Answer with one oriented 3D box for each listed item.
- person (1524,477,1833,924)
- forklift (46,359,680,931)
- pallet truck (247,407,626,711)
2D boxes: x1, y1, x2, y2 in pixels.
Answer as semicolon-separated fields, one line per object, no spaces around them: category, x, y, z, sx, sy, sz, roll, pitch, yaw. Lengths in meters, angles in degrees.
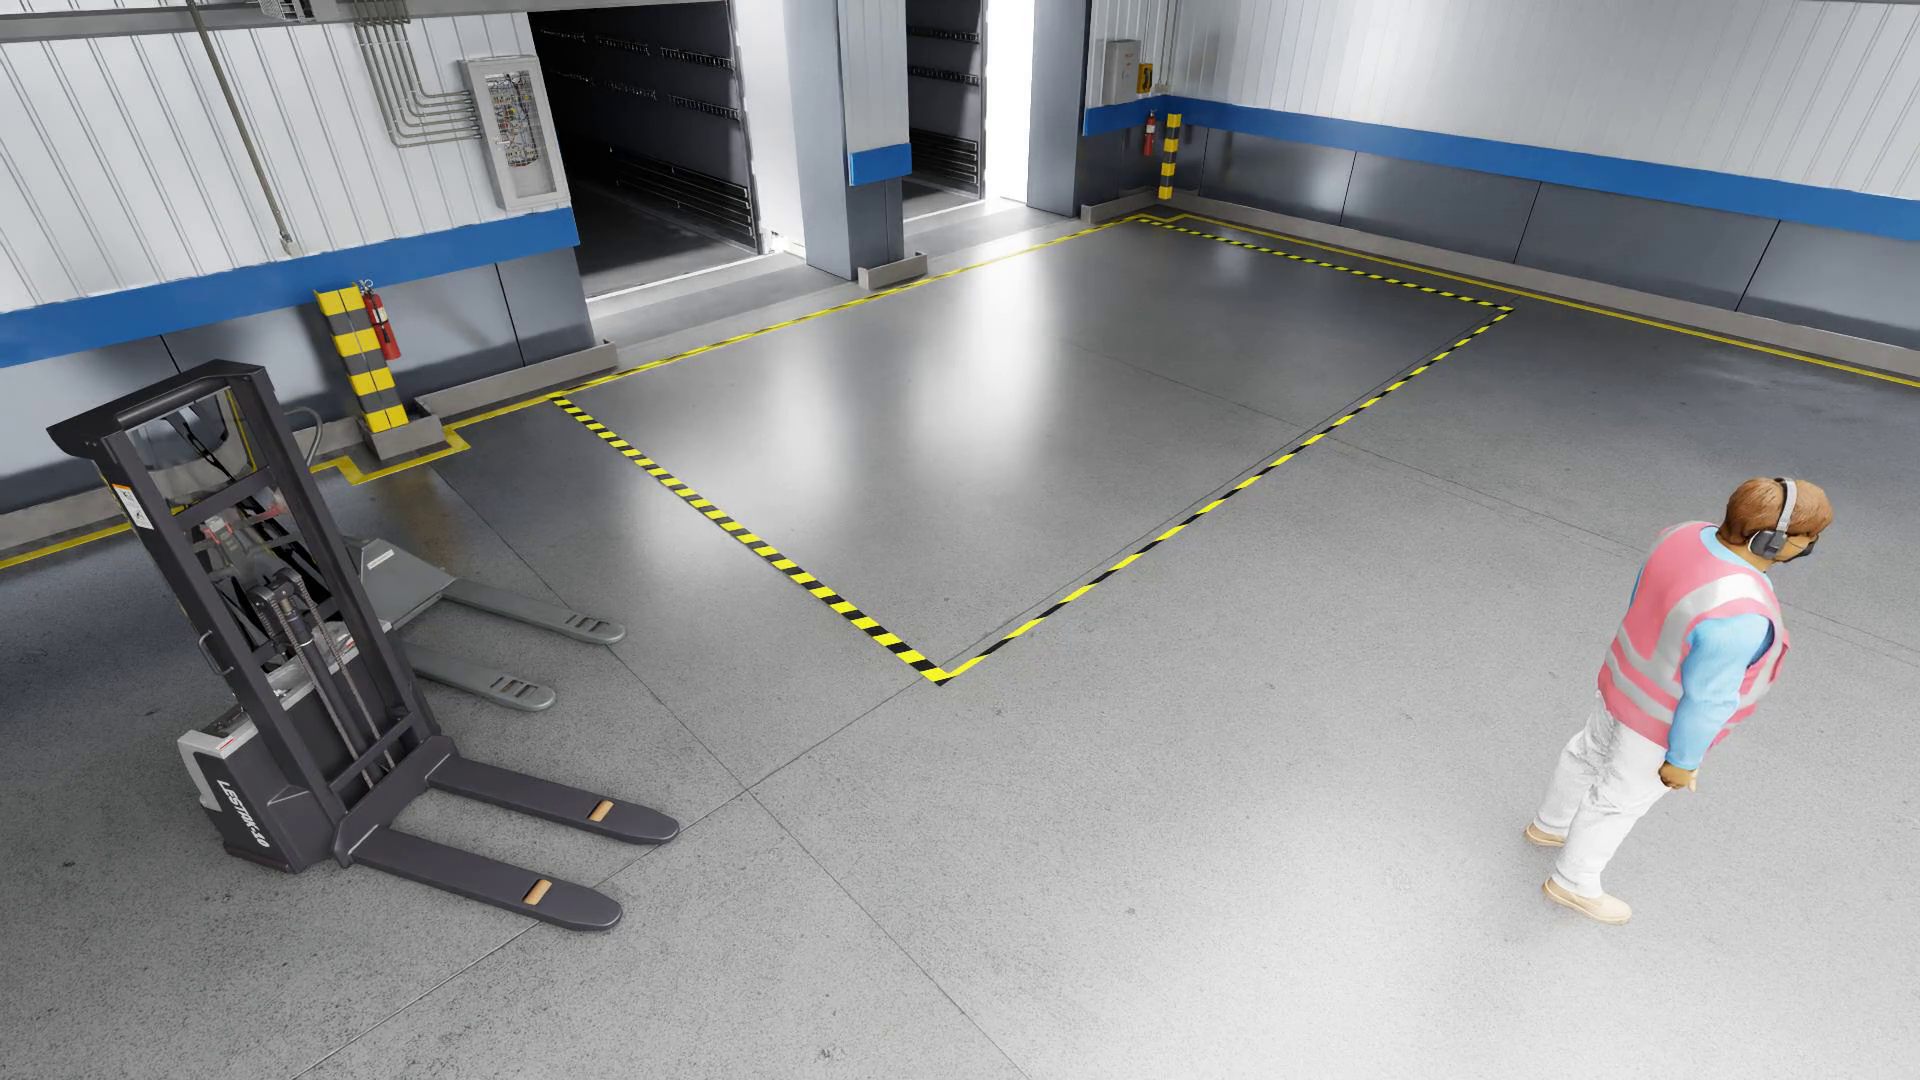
person;2.488;0.589;3.244;0.430;1.844;0.621;10;35;14
forklift;-2.135;0.422;3.354;1.885;1.965;0.823;10;35;14
pallet truck;-2.628;0.038;4.590;1.601;1.201;0.680;12;36;18
